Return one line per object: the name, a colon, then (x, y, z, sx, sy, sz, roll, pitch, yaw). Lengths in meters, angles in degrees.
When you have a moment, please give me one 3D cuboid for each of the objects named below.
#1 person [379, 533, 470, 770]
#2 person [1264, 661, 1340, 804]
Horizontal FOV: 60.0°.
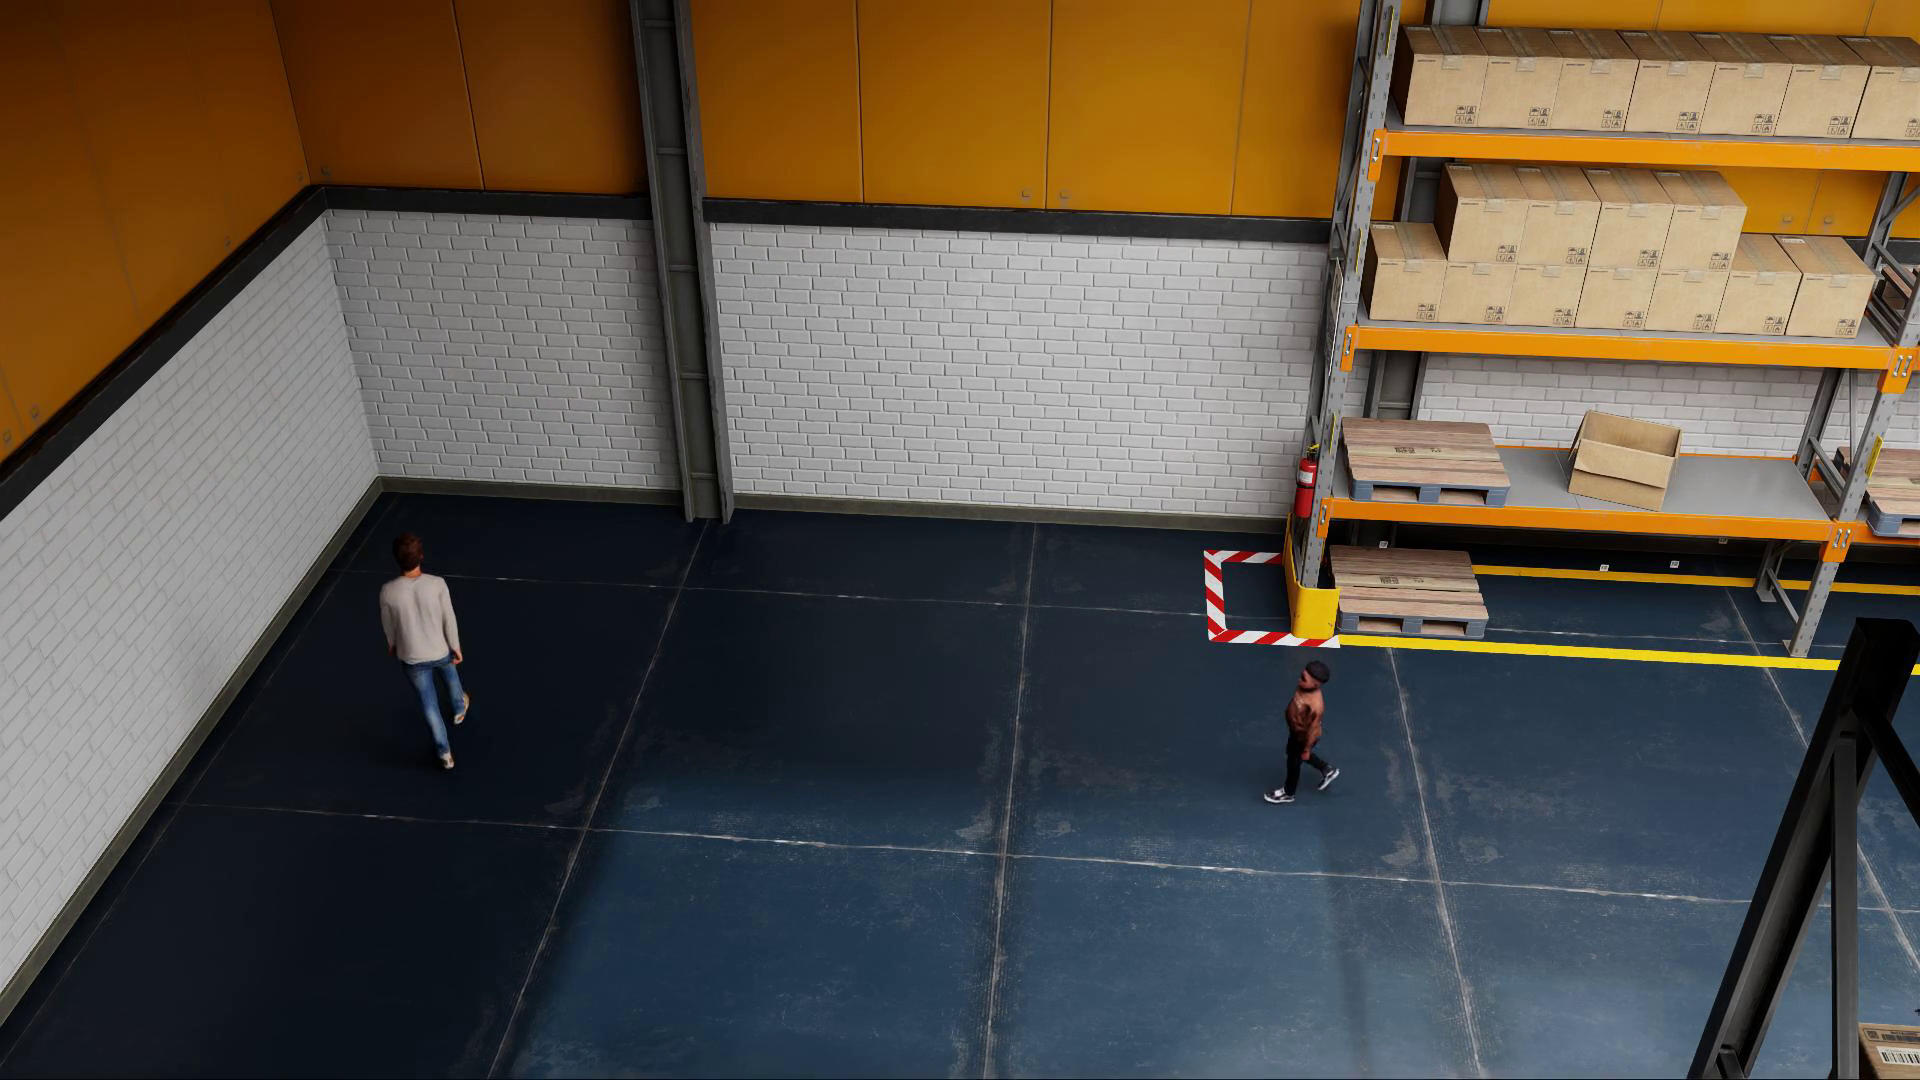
person: (-3.851, 0.858, 12.014, 1.059, 1.870, 0.993, -11, 35, -17)
person: (2.497, 1.371, 11.809, 0.790, 1.243, 0.589, -2, 34, -3)
